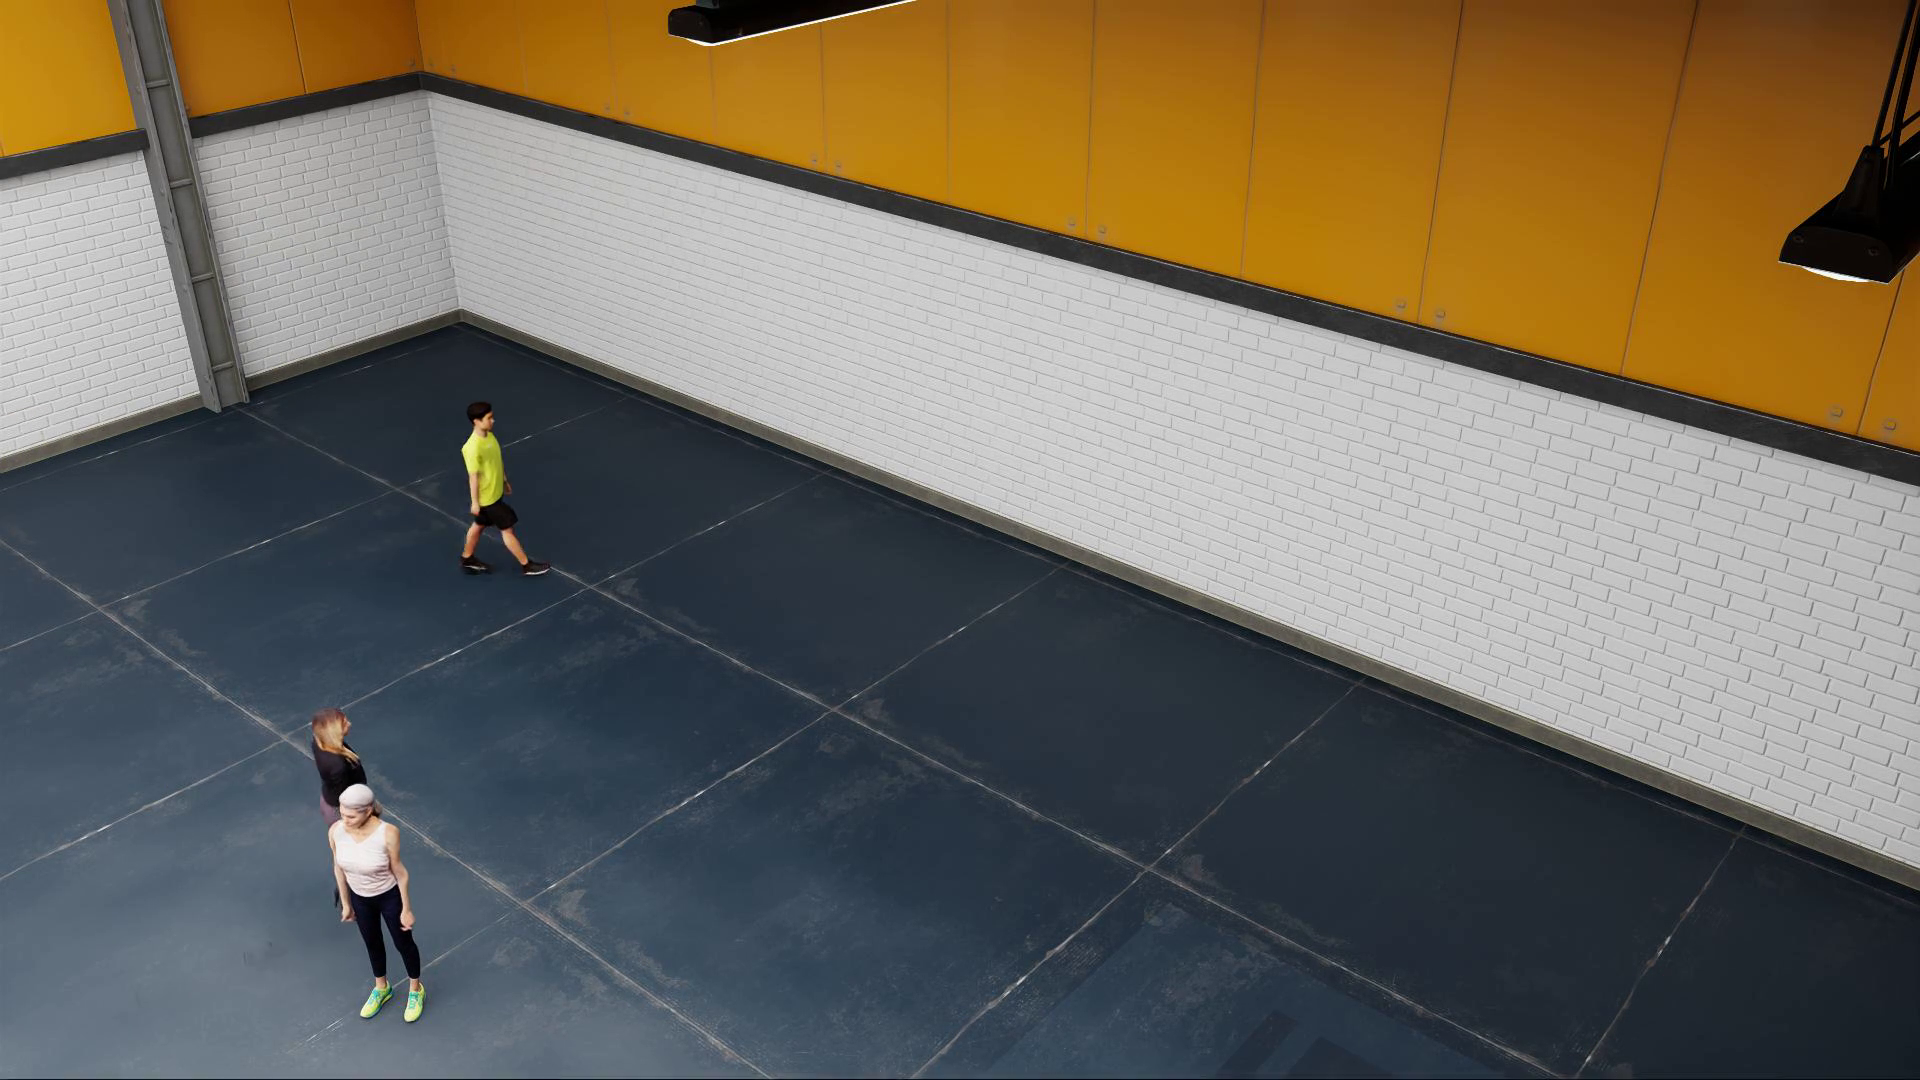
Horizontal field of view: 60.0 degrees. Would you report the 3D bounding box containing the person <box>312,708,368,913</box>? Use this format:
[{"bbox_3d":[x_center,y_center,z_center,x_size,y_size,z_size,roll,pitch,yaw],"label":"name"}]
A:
[{"bbox_3d":[-4.006,1.793,10.582,0.660,1.660,0.673,-20,34,-32],"label":"person"}]

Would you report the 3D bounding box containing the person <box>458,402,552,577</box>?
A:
[{"bbox_3d":[-4.229,-0.415,14.624,1.126,1.665,1.101,0,29,0],"label":"person"}]

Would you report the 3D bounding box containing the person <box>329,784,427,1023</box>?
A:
[{"bbox_3d":[-3.463,2.129,9.922,0.686,1.702,0.697,5,29,9],"label":"person"}]
